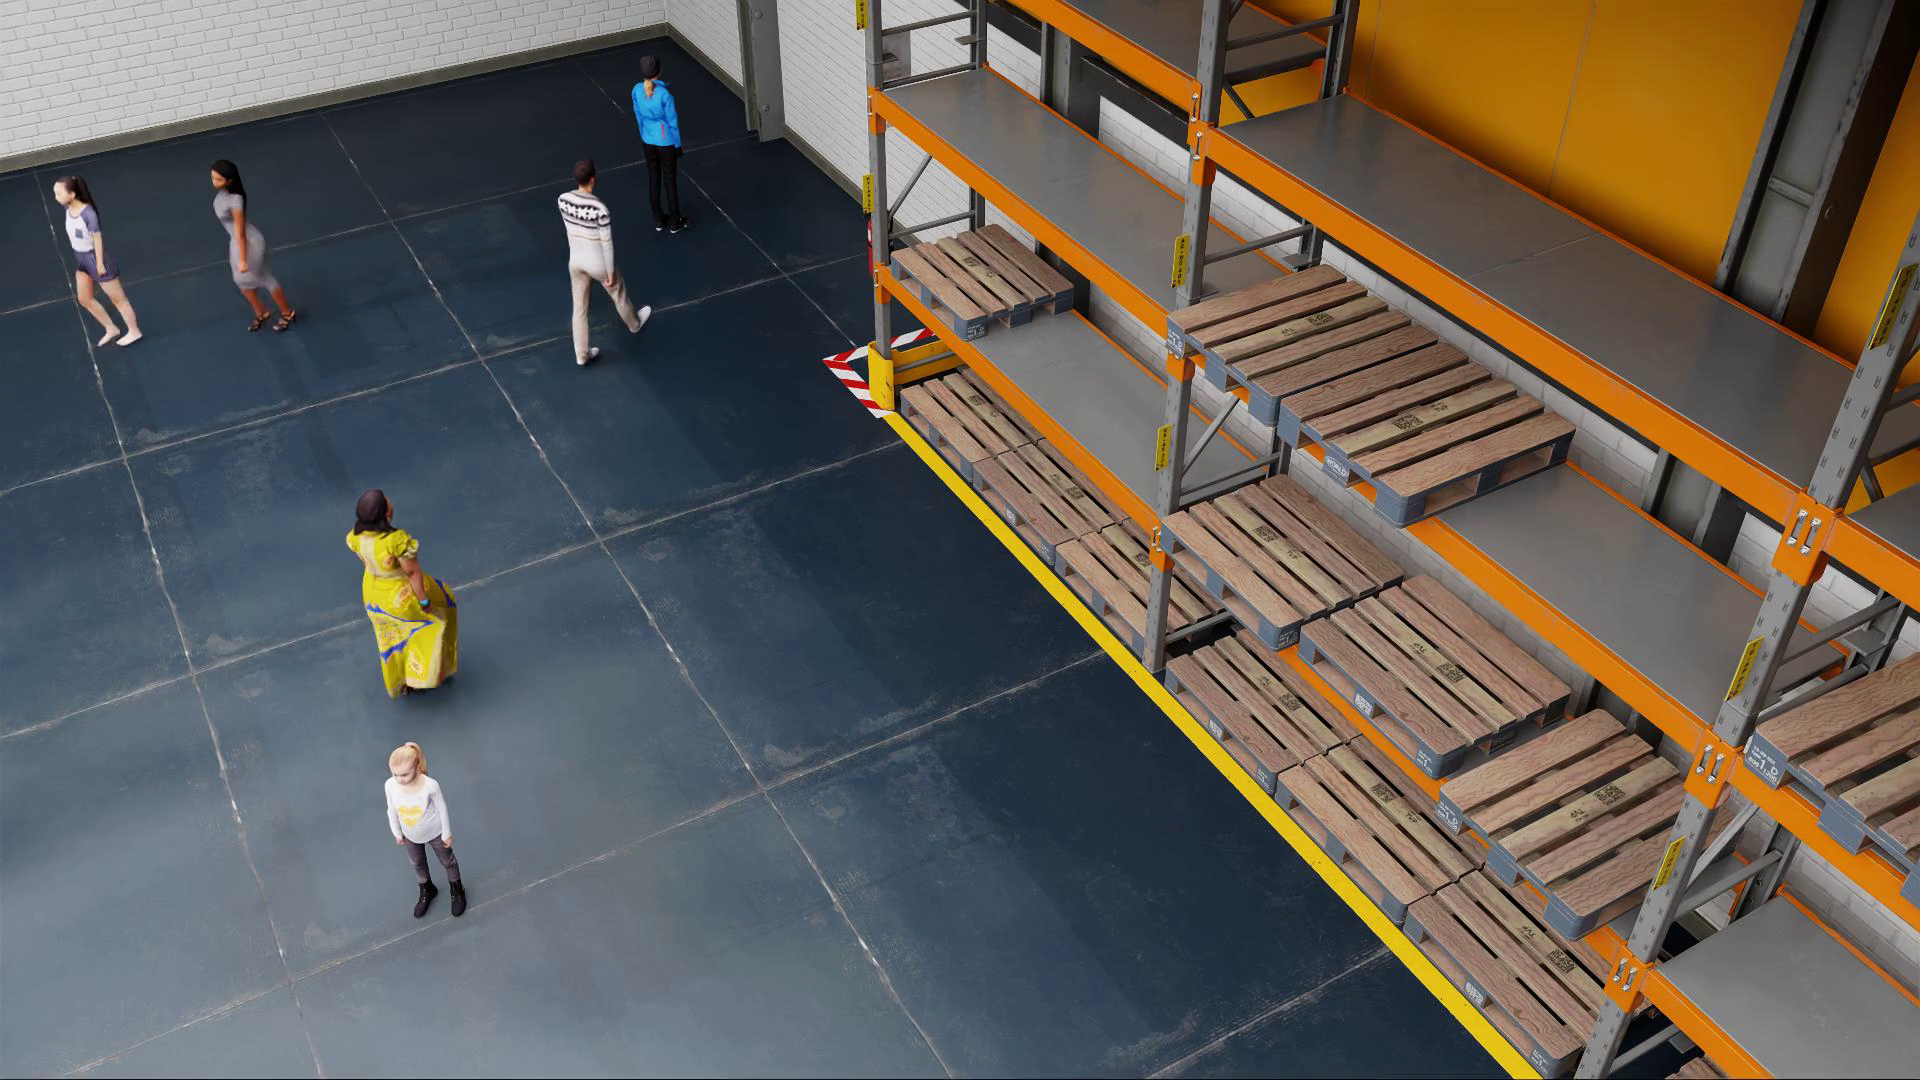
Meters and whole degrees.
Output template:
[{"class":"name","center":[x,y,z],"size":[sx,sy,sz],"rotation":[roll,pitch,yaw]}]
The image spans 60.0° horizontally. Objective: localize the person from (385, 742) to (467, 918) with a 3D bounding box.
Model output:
[{"class":"person","center":[-3.128,1.681,9.700],"size":[0.574,1.279,0.614],"rotation":[0,39,-1]}]

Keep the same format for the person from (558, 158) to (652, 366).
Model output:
[{"class":"person","center":[-3.220,-2.345,14.308],"size":[1.180,1.819,1.185],"rotation":[13,40,16]}]

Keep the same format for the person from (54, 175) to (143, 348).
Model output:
[{"class":"person","center":[-7.510,-2.469,14.608],"size":[0.661,1.638,0.766],"rotation":[24,44,27]}]

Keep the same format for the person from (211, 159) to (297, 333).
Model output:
[{"class":"person","center":[-6.223,-2.583,14.658],"size":[0.729,1.754,0.639],"rotation":[-17,42,-20]}]

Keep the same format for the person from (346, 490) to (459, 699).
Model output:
[{"class":"person","center":[-3.754,0.421,10.985],"size":[0.941,1.644,0.995],"rotation":[14,41,17]}]

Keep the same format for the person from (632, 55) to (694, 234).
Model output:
[{"class":"person","center":[-2.931,-3.858,16.222],"size":[0.648,1.795,0.752],"rotation":[17,42,20]}]
